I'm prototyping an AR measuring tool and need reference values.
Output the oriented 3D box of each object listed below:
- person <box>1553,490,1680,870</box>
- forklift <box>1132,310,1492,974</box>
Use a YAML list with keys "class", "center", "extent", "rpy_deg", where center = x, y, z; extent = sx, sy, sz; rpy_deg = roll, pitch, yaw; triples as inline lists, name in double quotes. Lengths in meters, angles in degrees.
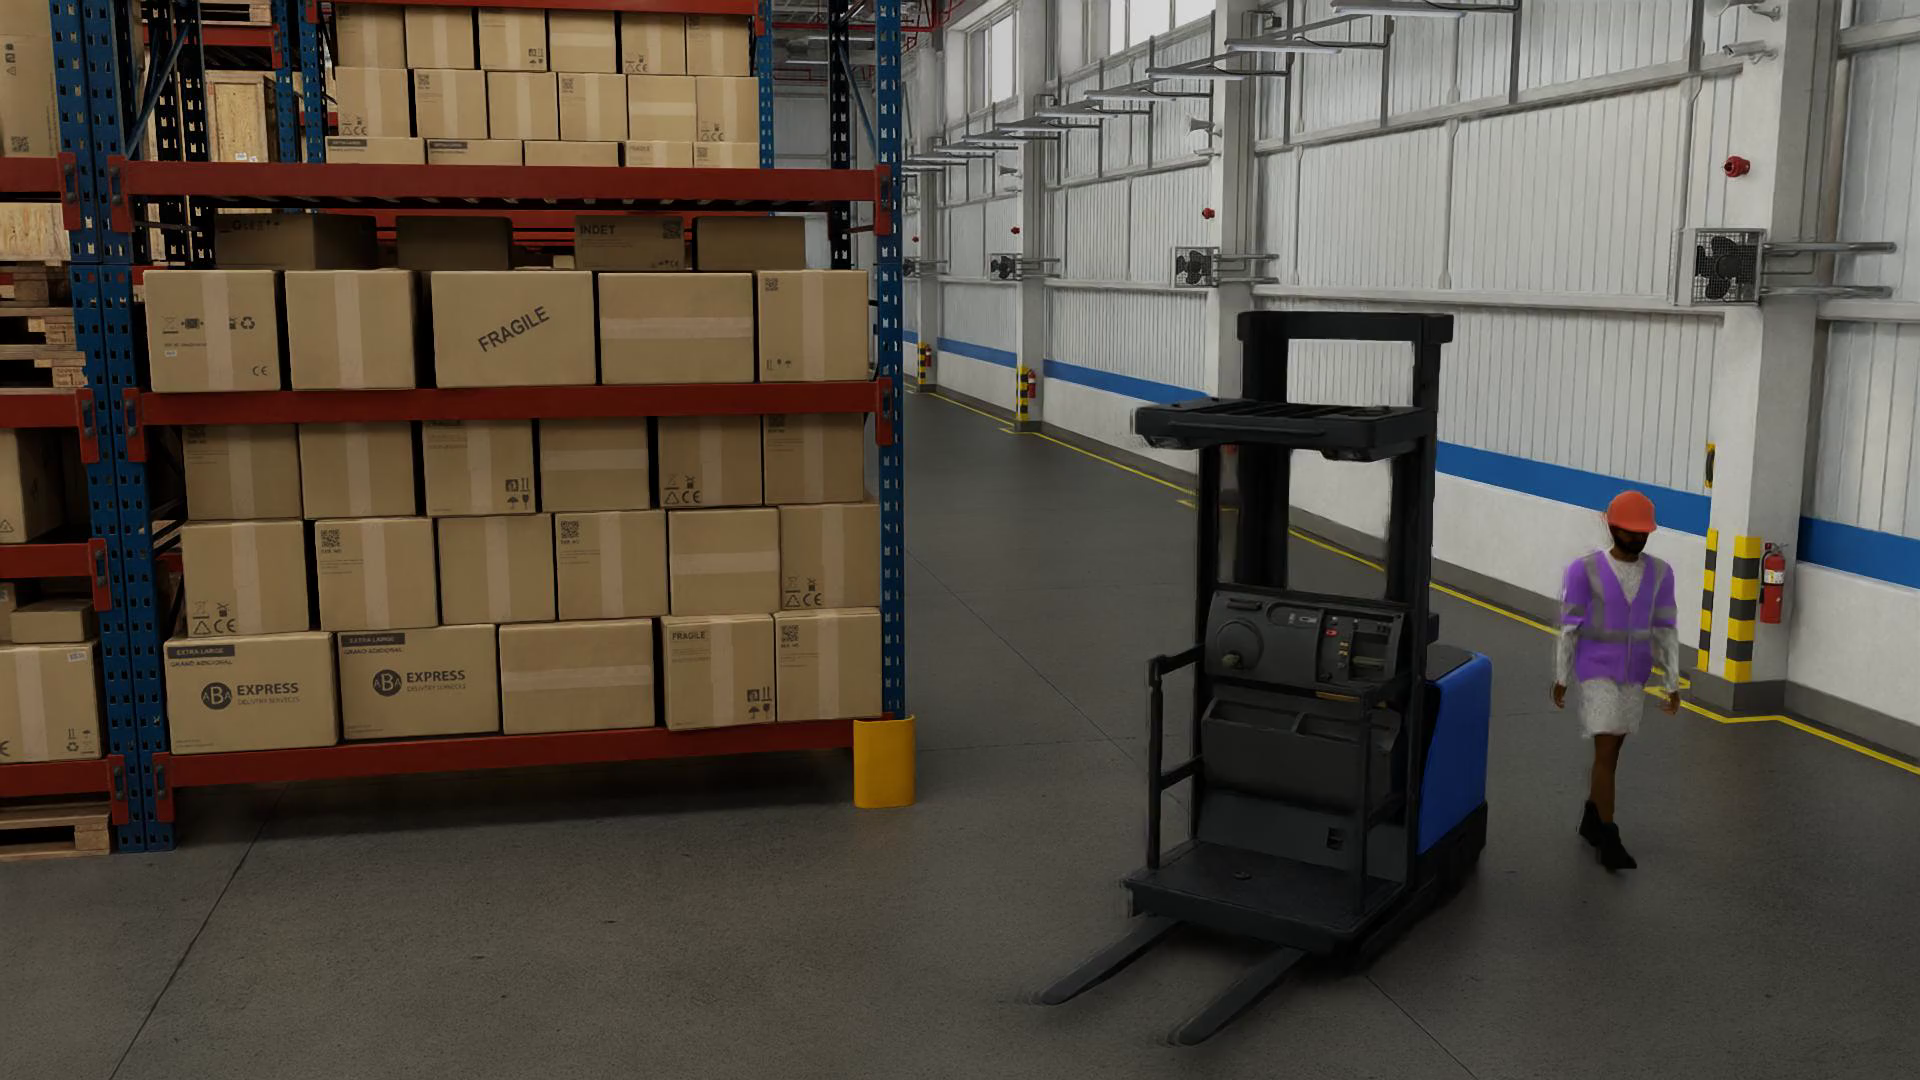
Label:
- class: "person"
  center: [3.383, 0.710, 8.424]
  extent: [0.577, 1.904, 0.860]
  rpy_deg: [-1, 9, -5]
- class: "forklift"
  center: [1.779, 0.310, 7.910]
  extent: [1.129, 2.768, 1.873]
  rpy_deg: [6, 11, 34]
